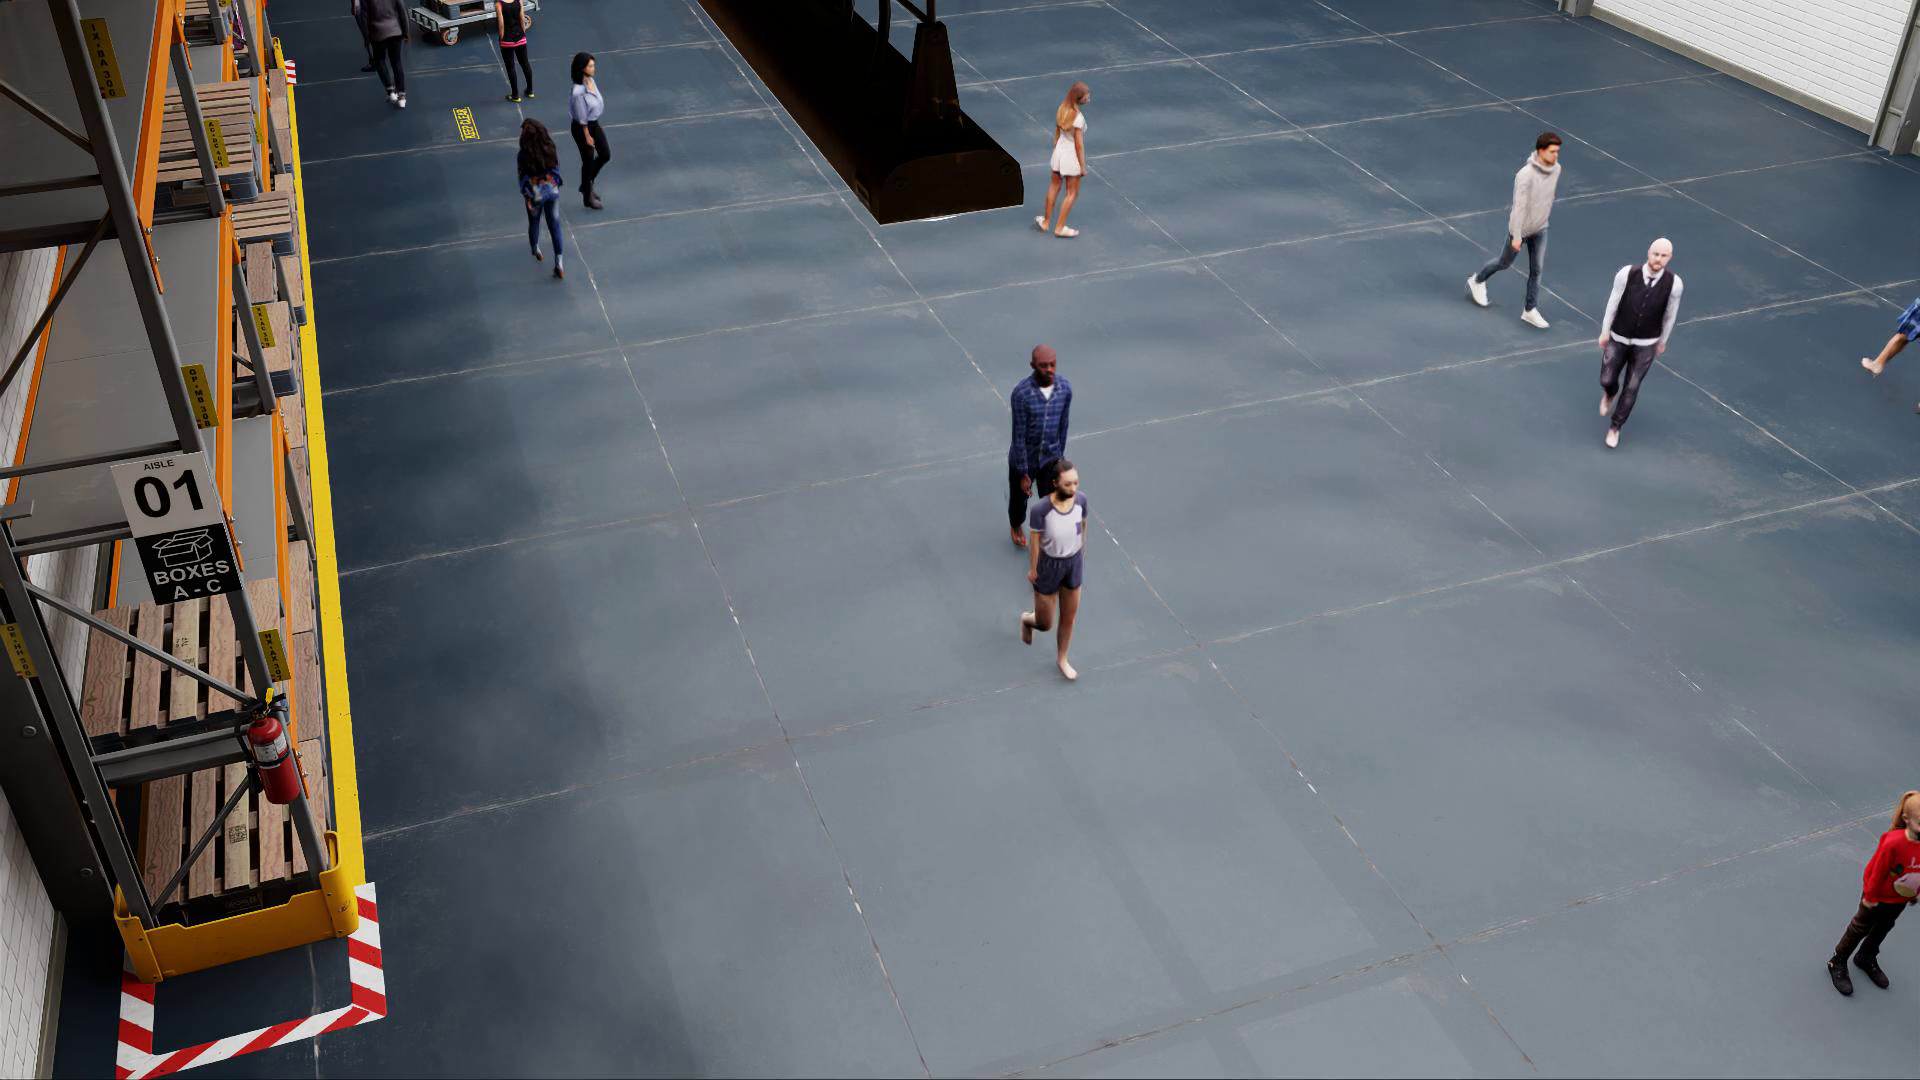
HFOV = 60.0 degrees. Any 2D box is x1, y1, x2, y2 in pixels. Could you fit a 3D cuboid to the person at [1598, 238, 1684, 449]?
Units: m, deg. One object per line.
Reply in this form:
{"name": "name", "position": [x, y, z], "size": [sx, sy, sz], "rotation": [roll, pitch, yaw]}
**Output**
{"name": "person", "position": [5.572, -1.674, 13.751], "size": [0.983, 1.814, 1.053], "rotation": [12, 36, 18]}

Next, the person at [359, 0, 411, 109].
{"name": "person", "position": [-7.107, -6.239, 20.632], "size": [0.766, 1.799, 0.671], "rotation": [-15, 36, -21]}

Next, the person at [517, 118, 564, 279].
{"name": "person", "position": [-4.110, -3.376, 16.515], "size": [0.701, 1.589, 0.957], "rotation": [-16, 37, -22]}

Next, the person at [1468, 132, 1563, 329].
{"name": "person", "position": [5.276, -2.972, 15.697], "size": [0.772, 1.822, 1.242], "rotation": [-15, 37, -22]}

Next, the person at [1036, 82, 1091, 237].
{"name": "person", "position": [1.081, -3.970, 17.339], "size": [0.916, 1.667, 0.588], "rotation": [-26, 42, -34]}

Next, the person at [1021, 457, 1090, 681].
{"name": "person", "position": [0.611, 0.165, 11.144], "size": [0.648, 1.638, 0.788], "rotation": [-15, 37, -22]}

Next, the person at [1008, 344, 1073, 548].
{"name": "person", "position": [0.514, -0.638, 12.242], "size": [0.660, 1.759, 1.148], "rotation": [-11, 35, -16]}

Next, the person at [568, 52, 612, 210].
{"name": "person", "position": [-4.106, -4.393, 17.920], "size": [0.839, 1.729, 0.766], "rotation": [9, 35, 13]}

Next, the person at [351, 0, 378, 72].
{"name": "person", "position": [-7.909, -7.095, 21.992], "size": [0.726, 1.719, 0.612], "rotation": [4, 34, 6]}

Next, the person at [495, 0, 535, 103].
{"name": "person", "position": [-5.653, -6.347, 21.017], "size": [0.631, 1.553, 0.614], "rotation": [28, 42, 35]}

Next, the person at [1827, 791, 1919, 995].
{"name": "person", "position": [4.973, 1.875, 8.893], "size": [0.515, 1.281, 0.517], "rotation": [-8, 34, -11]}
